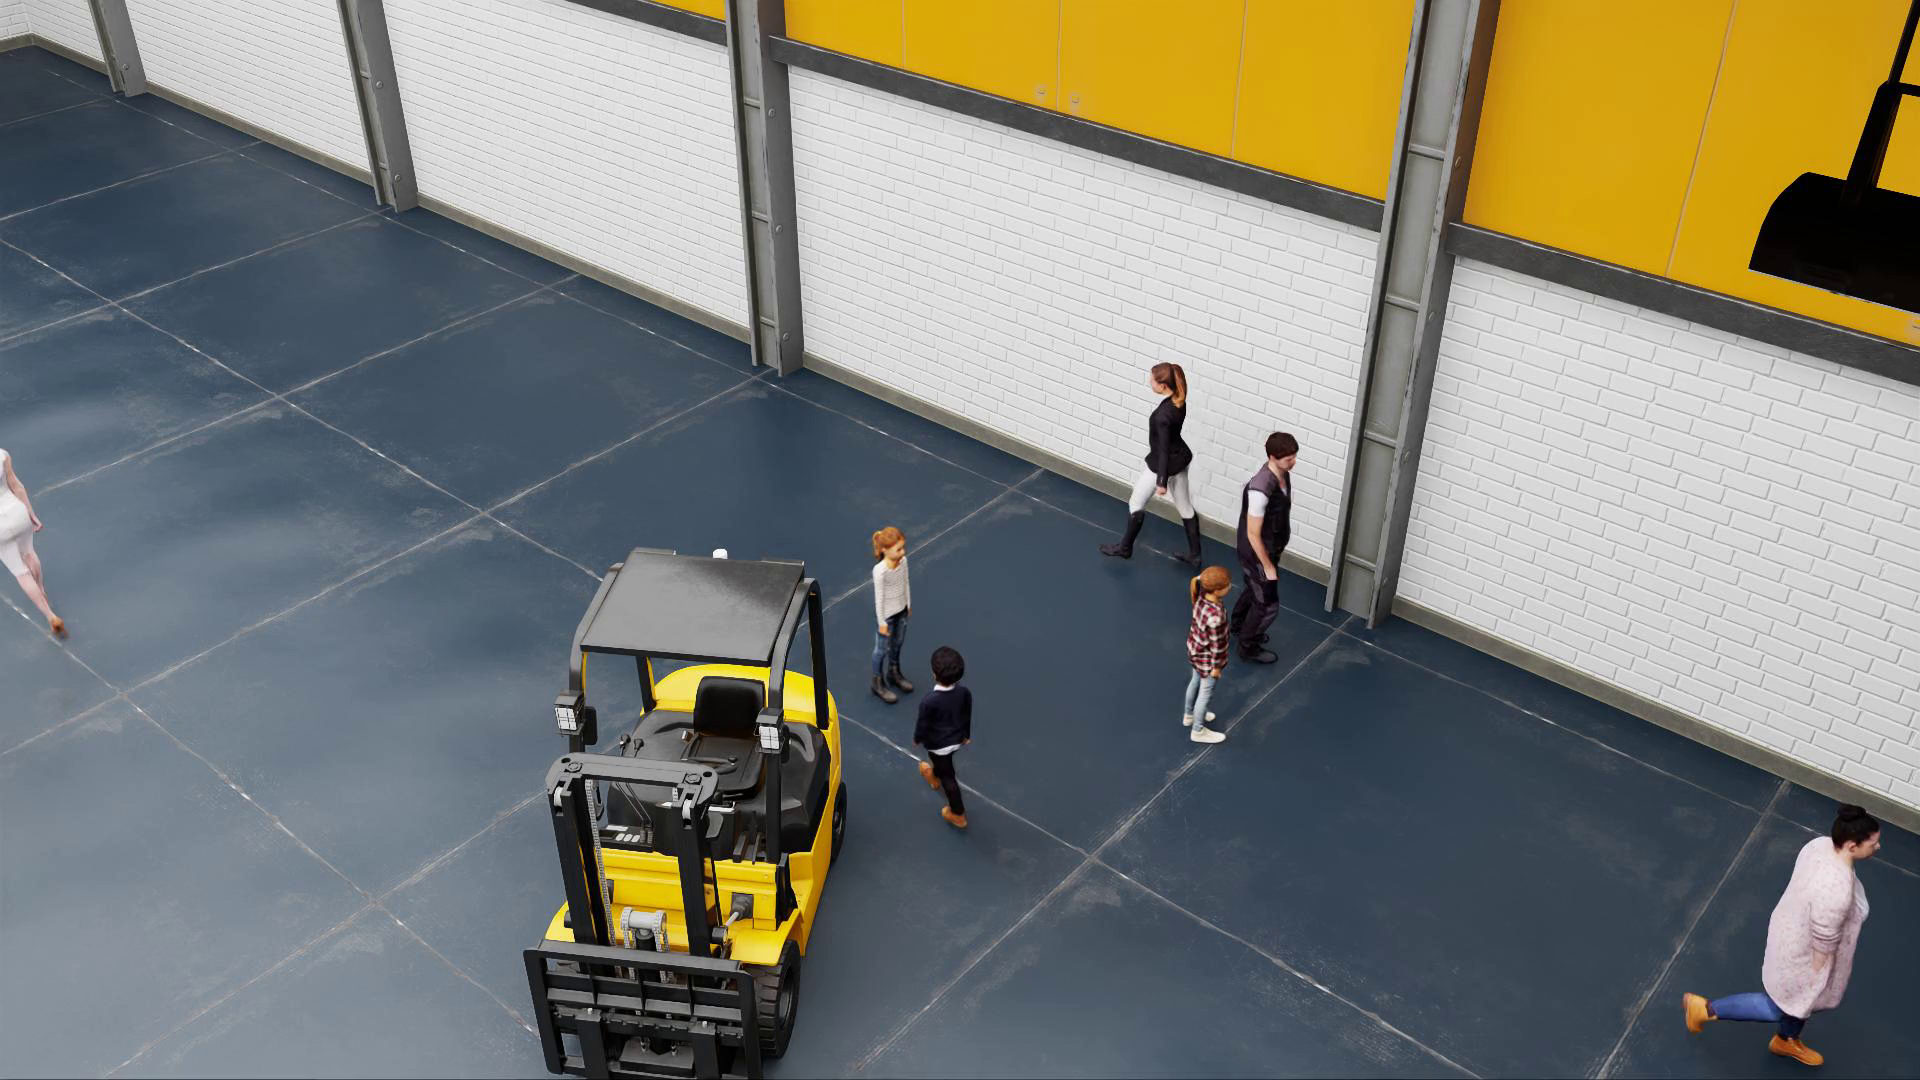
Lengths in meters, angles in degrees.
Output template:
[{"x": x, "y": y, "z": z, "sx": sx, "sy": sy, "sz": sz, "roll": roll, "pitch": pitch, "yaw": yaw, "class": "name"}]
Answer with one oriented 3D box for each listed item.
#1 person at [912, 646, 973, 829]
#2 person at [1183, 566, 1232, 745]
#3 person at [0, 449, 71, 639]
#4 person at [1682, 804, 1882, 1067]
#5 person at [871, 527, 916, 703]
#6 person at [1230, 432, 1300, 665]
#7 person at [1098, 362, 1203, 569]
[{"x": -0.064, "y": 1.211, "z": 10.044, "sx": 0.643, "sy": 1.198, "sz": 0.878, "roll": -21, "pitch": 39, "yaw": -28, "class": "person"}, {"x": 1.582, "y": 0.716, "z": 10.691, "sx": 0.675, "sy": 1.305, "sz": 0.607, "roll": -5, "pitch": 34, "yaw": -7, "class": "person"}, {"x": -6.511, "y": -0.029, "z": 11.392, "sx": 0.640, "sy": 1.770, "sz": 0.823, "roll": -27, "pitch": 42, "yaw": -34, "class": "person"}, {"x": 4.173, "y": 2.009, "z": 8.370, "sx": 1.067, "sy": 1.722, "sz": 0.863, "roll": 14, "pitch": 36, "yaw": 20, "class": "person"}, {"x": -0.467, "y": 0.476, "z": 11.046, "sx": 0.469, "sy": 1.311, "sz": 0.460, "roll": 25, "pitch": 41, "yaw": 32, "class": "person"}, {"x": 1.966, "y": 0.067, "z": 11.207, "sx": 0.735, "sy": 1.816, "sz": 0.773, "roll": 10, "pitch": 35, "yaw": 15, "class": "person"}, {"x": 1.583, "y": -0.484, "z": 12.141, "sx": 1.103, "sy": 1.699, "sz": 0.883, "roll": 15, "pitch": 37, "yaw": 22, "class": "person"}]
